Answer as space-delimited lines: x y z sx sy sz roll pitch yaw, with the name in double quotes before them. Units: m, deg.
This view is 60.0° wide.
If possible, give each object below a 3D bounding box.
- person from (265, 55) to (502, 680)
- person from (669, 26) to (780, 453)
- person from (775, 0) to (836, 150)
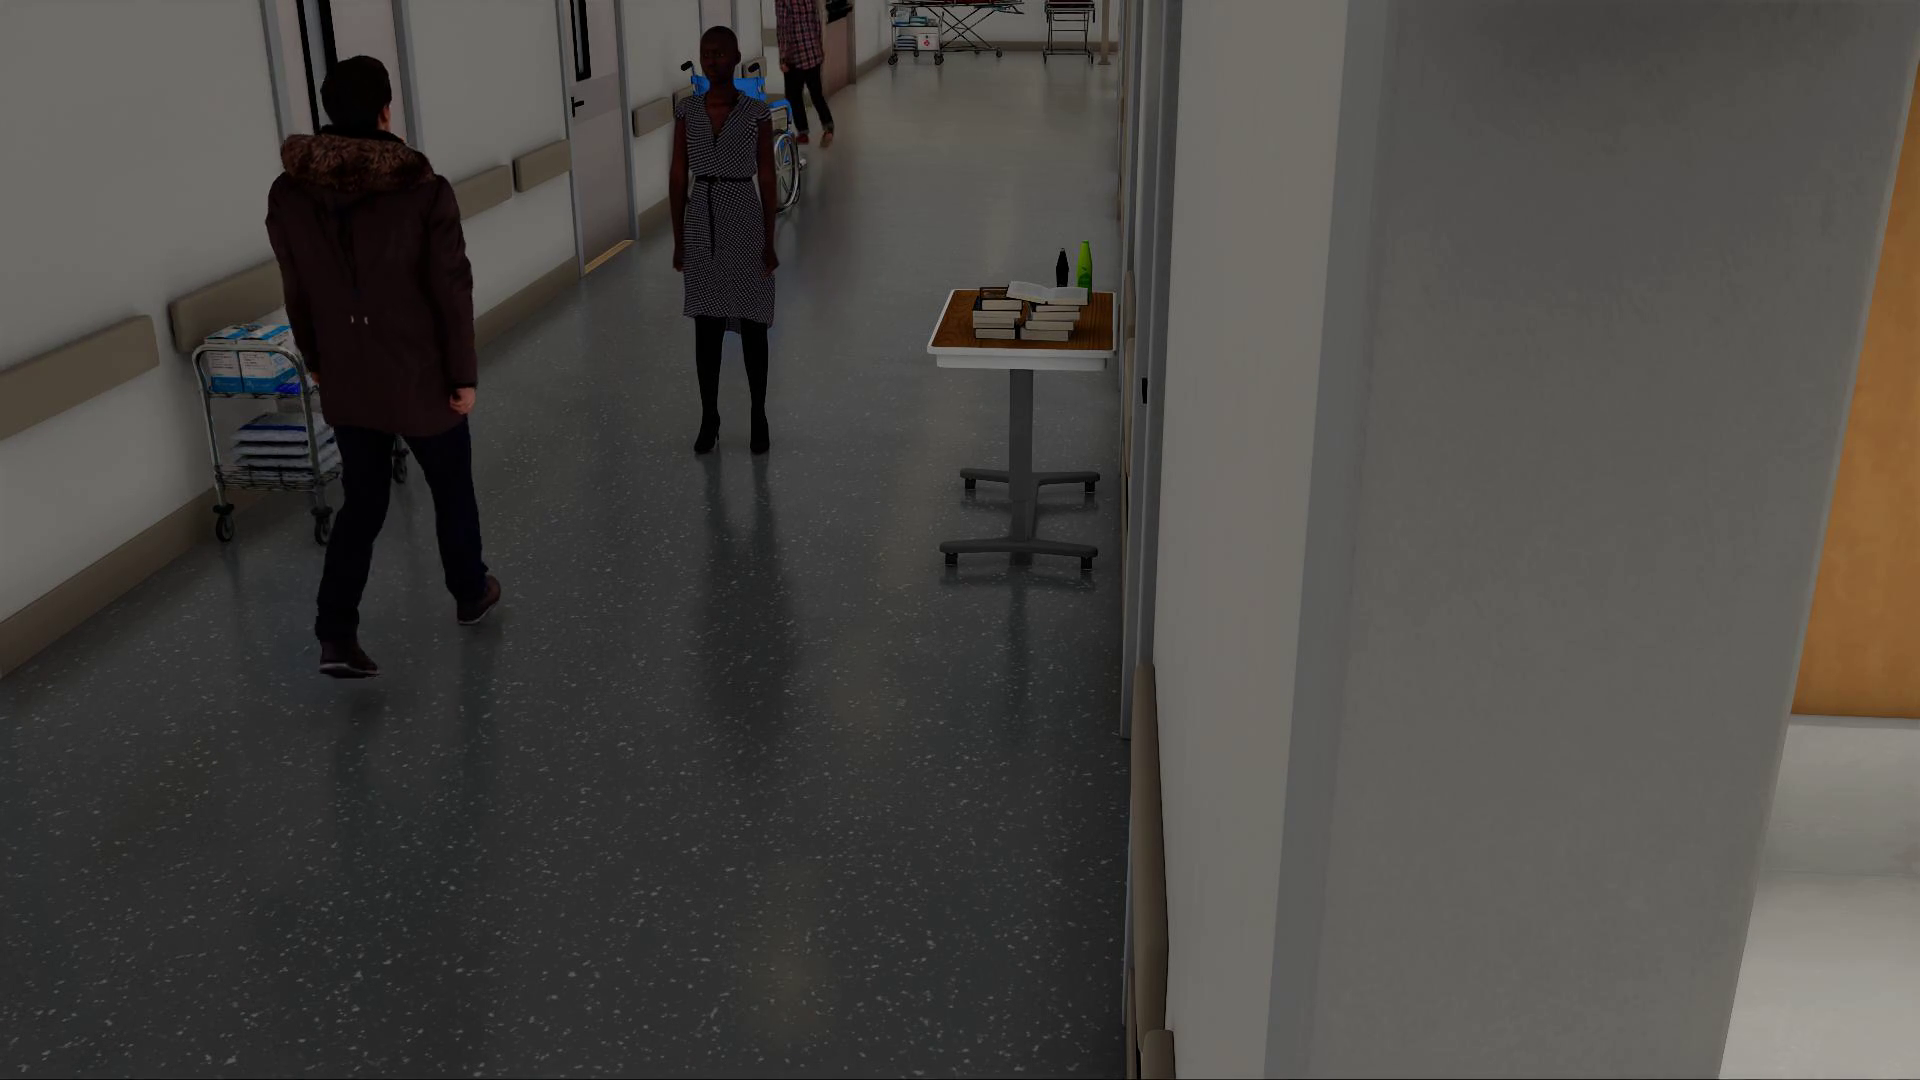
"person" -1.732 -0.447 4.912 0.763 1.809 1.153 2 21 6
"person" -0.989 -1.254 7.071 0.606 1.789 0.512 1 21 3
"person" -1.498 -4.704 16.238 1.107 1.746 1.148 -12 24 -29
